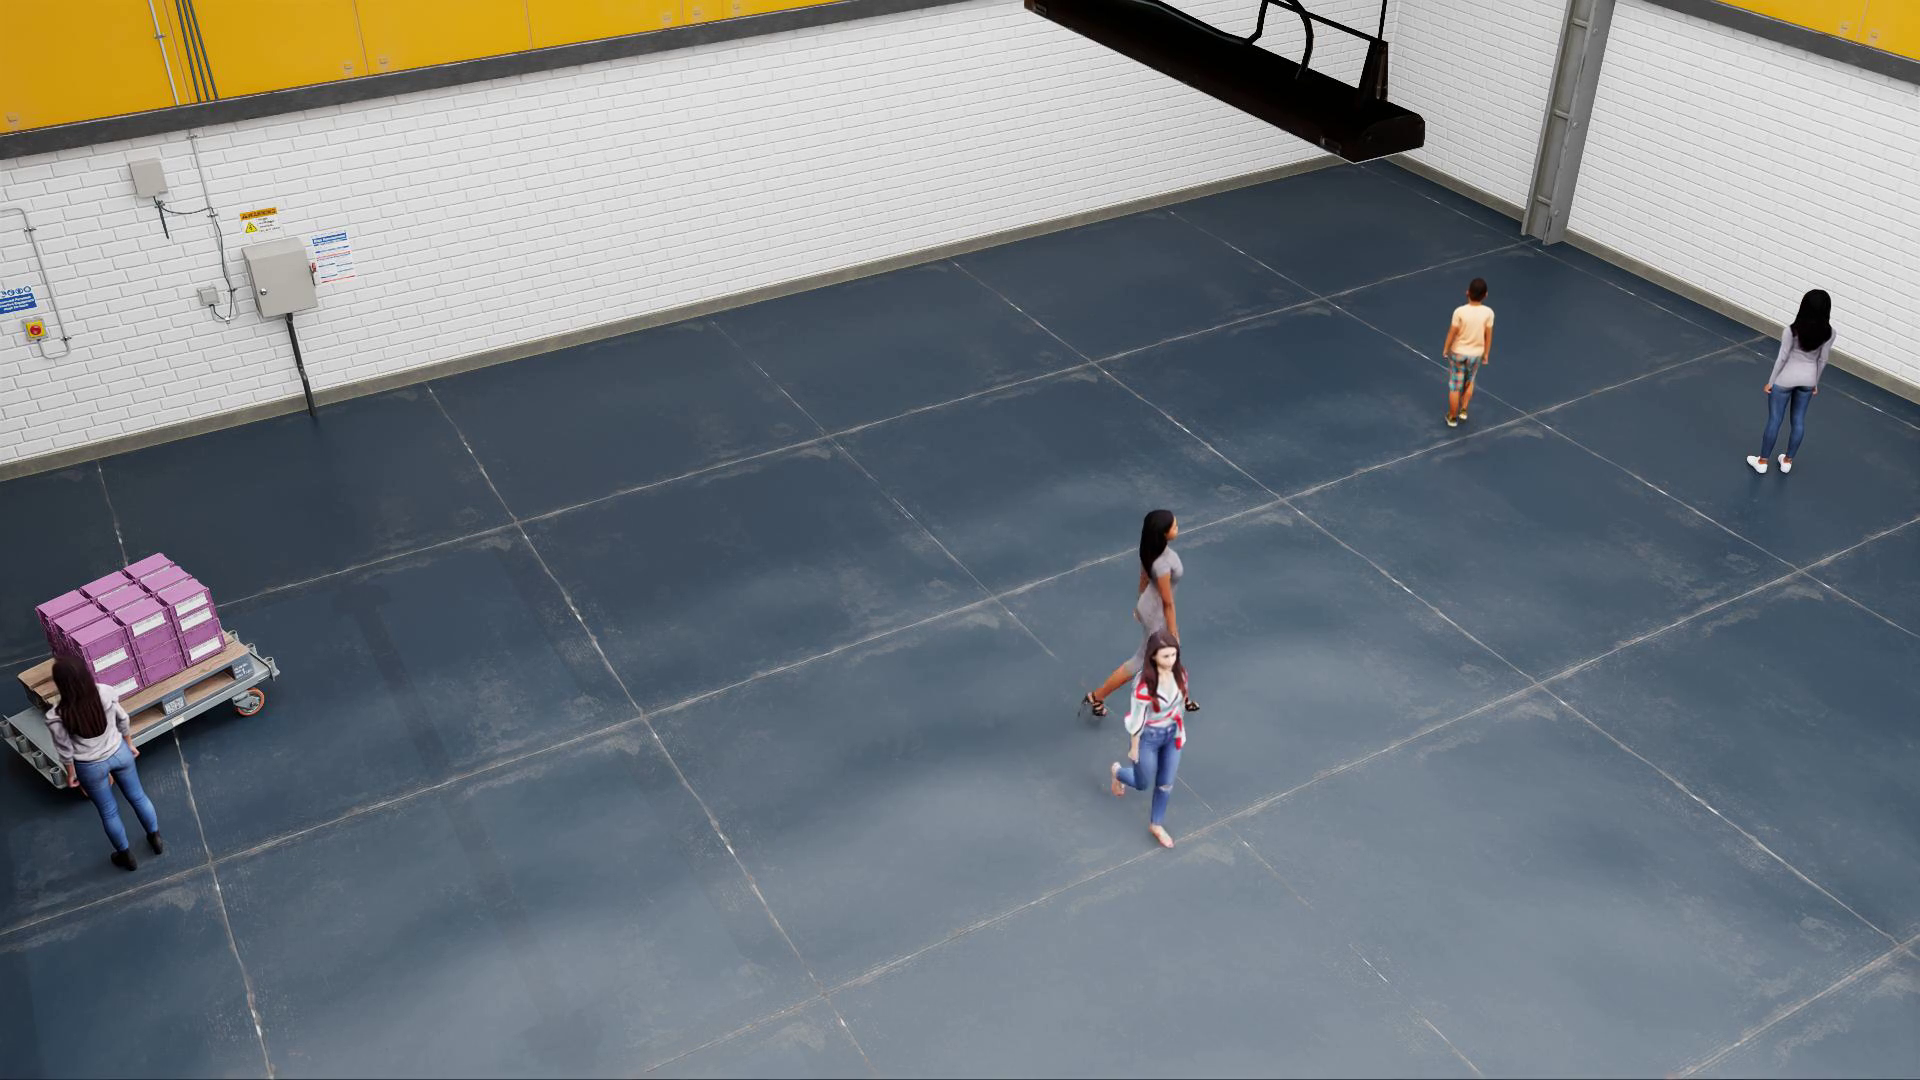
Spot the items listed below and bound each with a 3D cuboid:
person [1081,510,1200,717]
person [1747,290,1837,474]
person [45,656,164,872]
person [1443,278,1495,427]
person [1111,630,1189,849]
[{"bbox_3d":[1.272,0.588,11.640,0.971,1.742,1.129,-3,34,-5],"label":"person"},{"bbox_3d":[7.335,-1.384,14.610,0.680,1.738,0.695,2,34,3],"label":"person"},{"bbox_3d":[-5.413,1.399,10.517,0.634,1.634,0.670,24,41,32],"label":"person"},{"bbox_3d":[4.685,-1.692,15.330,0.648,1.453,0.690,3,34,4],"label":"person"},{"bbox_3d":[1.228,1.237,10.791,0.592,1.600,0.849,-18,38,-25],"label":"person"}]
